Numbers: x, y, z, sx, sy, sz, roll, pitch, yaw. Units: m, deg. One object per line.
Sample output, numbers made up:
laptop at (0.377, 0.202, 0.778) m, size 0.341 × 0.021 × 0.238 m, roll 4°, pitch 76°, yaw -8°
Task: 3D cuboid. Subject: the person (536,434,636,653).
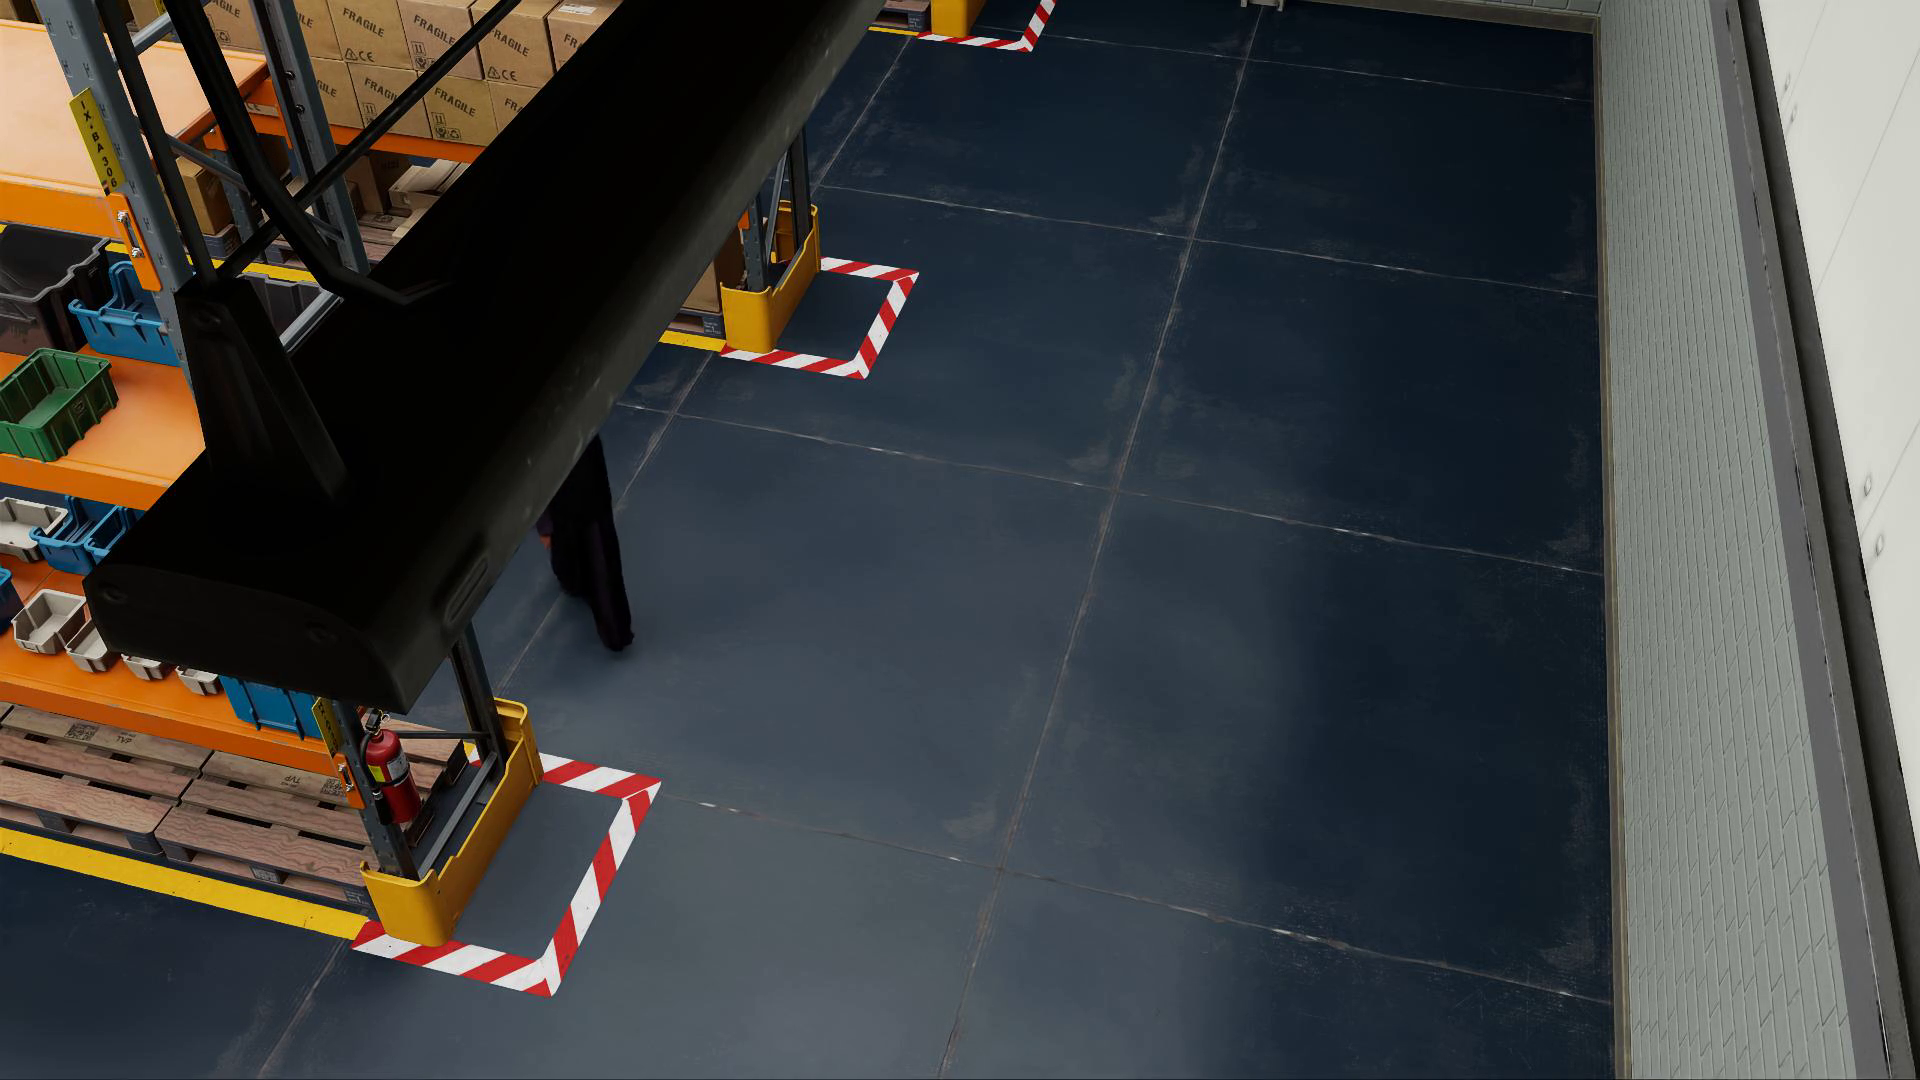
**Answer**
person at (-2.141, -0.188, 9.209) m, size 1.093 × 1.600 × 1.107 m, roll -17°, pitch 46°, yaw -18°
